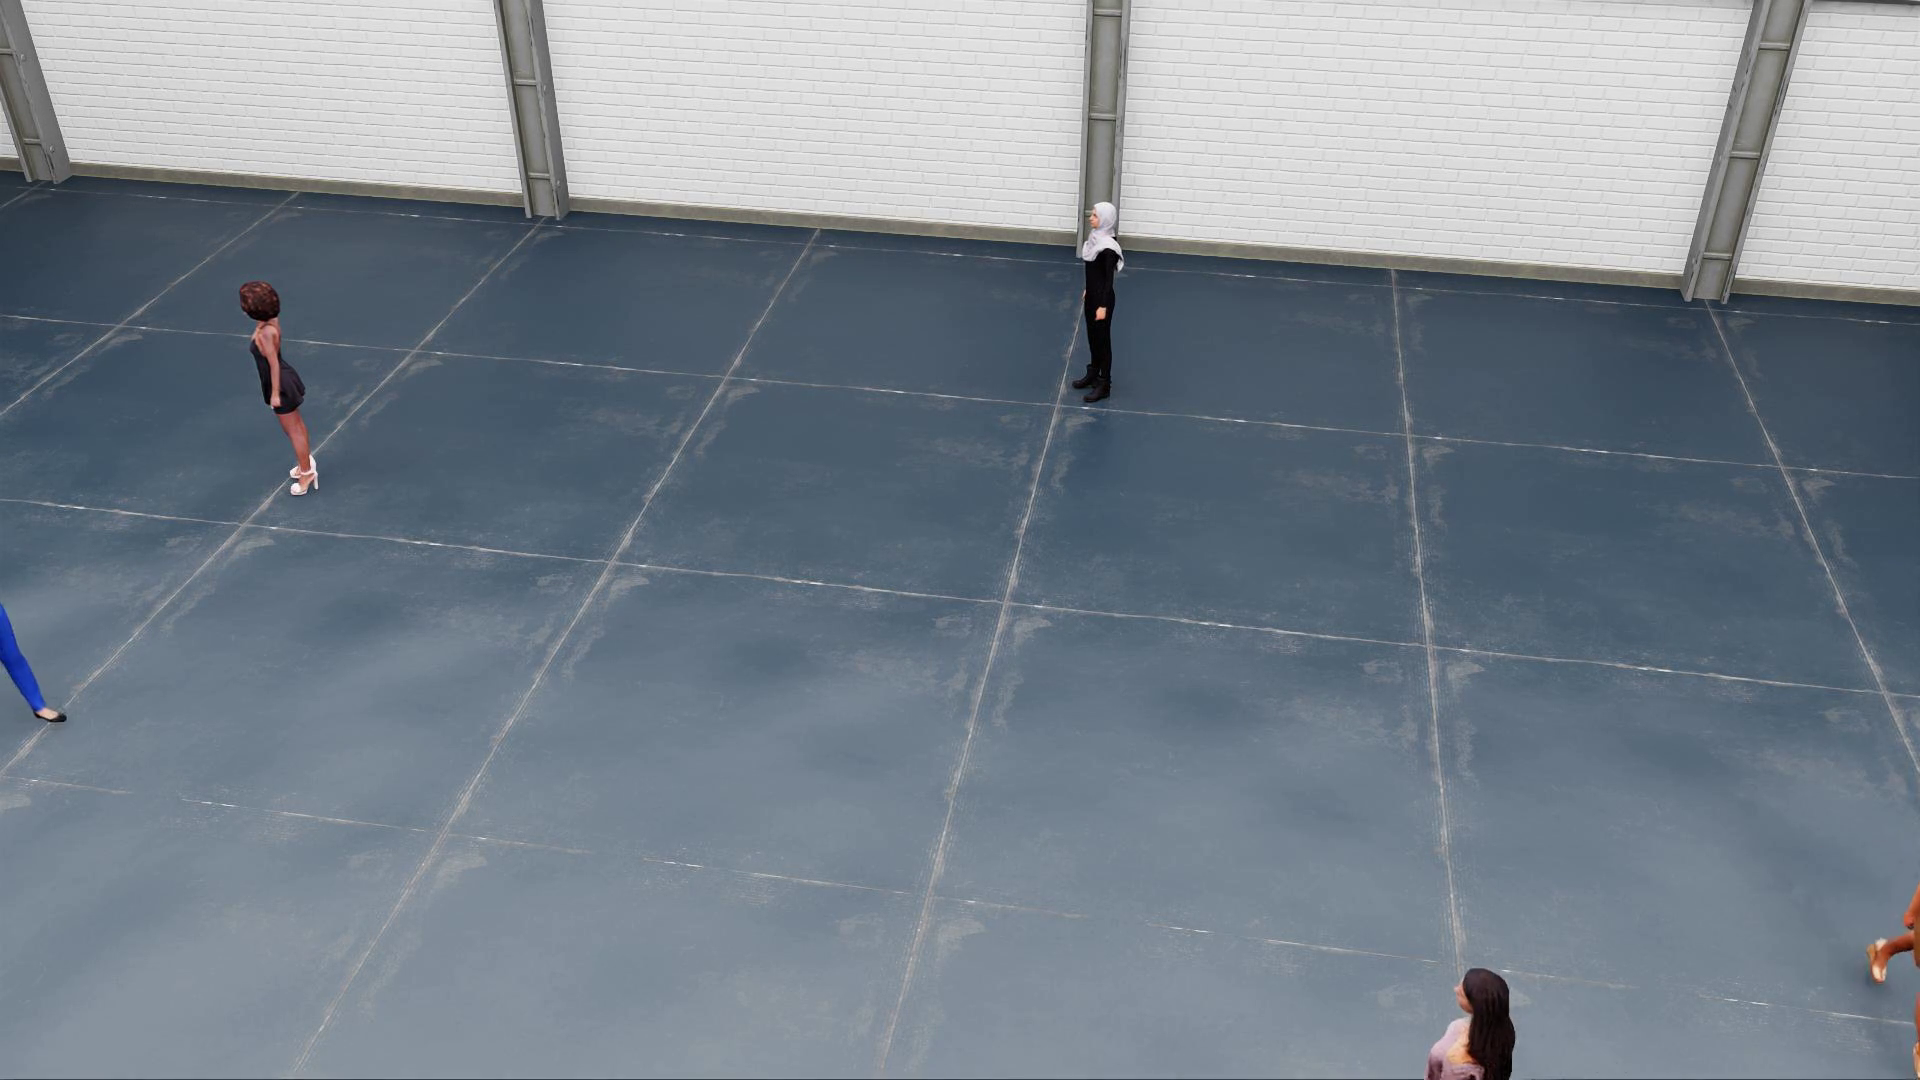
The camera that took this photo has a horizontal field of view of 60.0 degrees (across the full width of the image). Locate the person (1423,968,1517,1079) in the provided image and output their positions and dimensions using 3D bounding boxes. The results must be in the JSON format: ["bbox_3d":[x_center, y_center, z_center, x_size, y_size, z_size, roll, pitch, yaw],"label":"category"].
[{"bbox_3d":[2.264,2.590,7.252,0.842,1.792,0.904,-23,40,-31],"label":"person"}]

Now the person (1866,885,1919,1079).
[{"bbox_3d":[4.989,1.883,8.451,1.079,1.642,0.723,2,34,2],"label":"person"}]

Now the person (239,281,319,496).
[{"bbox_3d":[-5.281,-1.193,12.945,0.666,1.790,0.639,-10,35,-15],"label":"person"}]

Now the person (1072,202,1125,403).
[{"bbox_3d":[1.197,-2.048,14.241,0.676,1.780,0.678,-9,35,-14],"label":"person"}]
